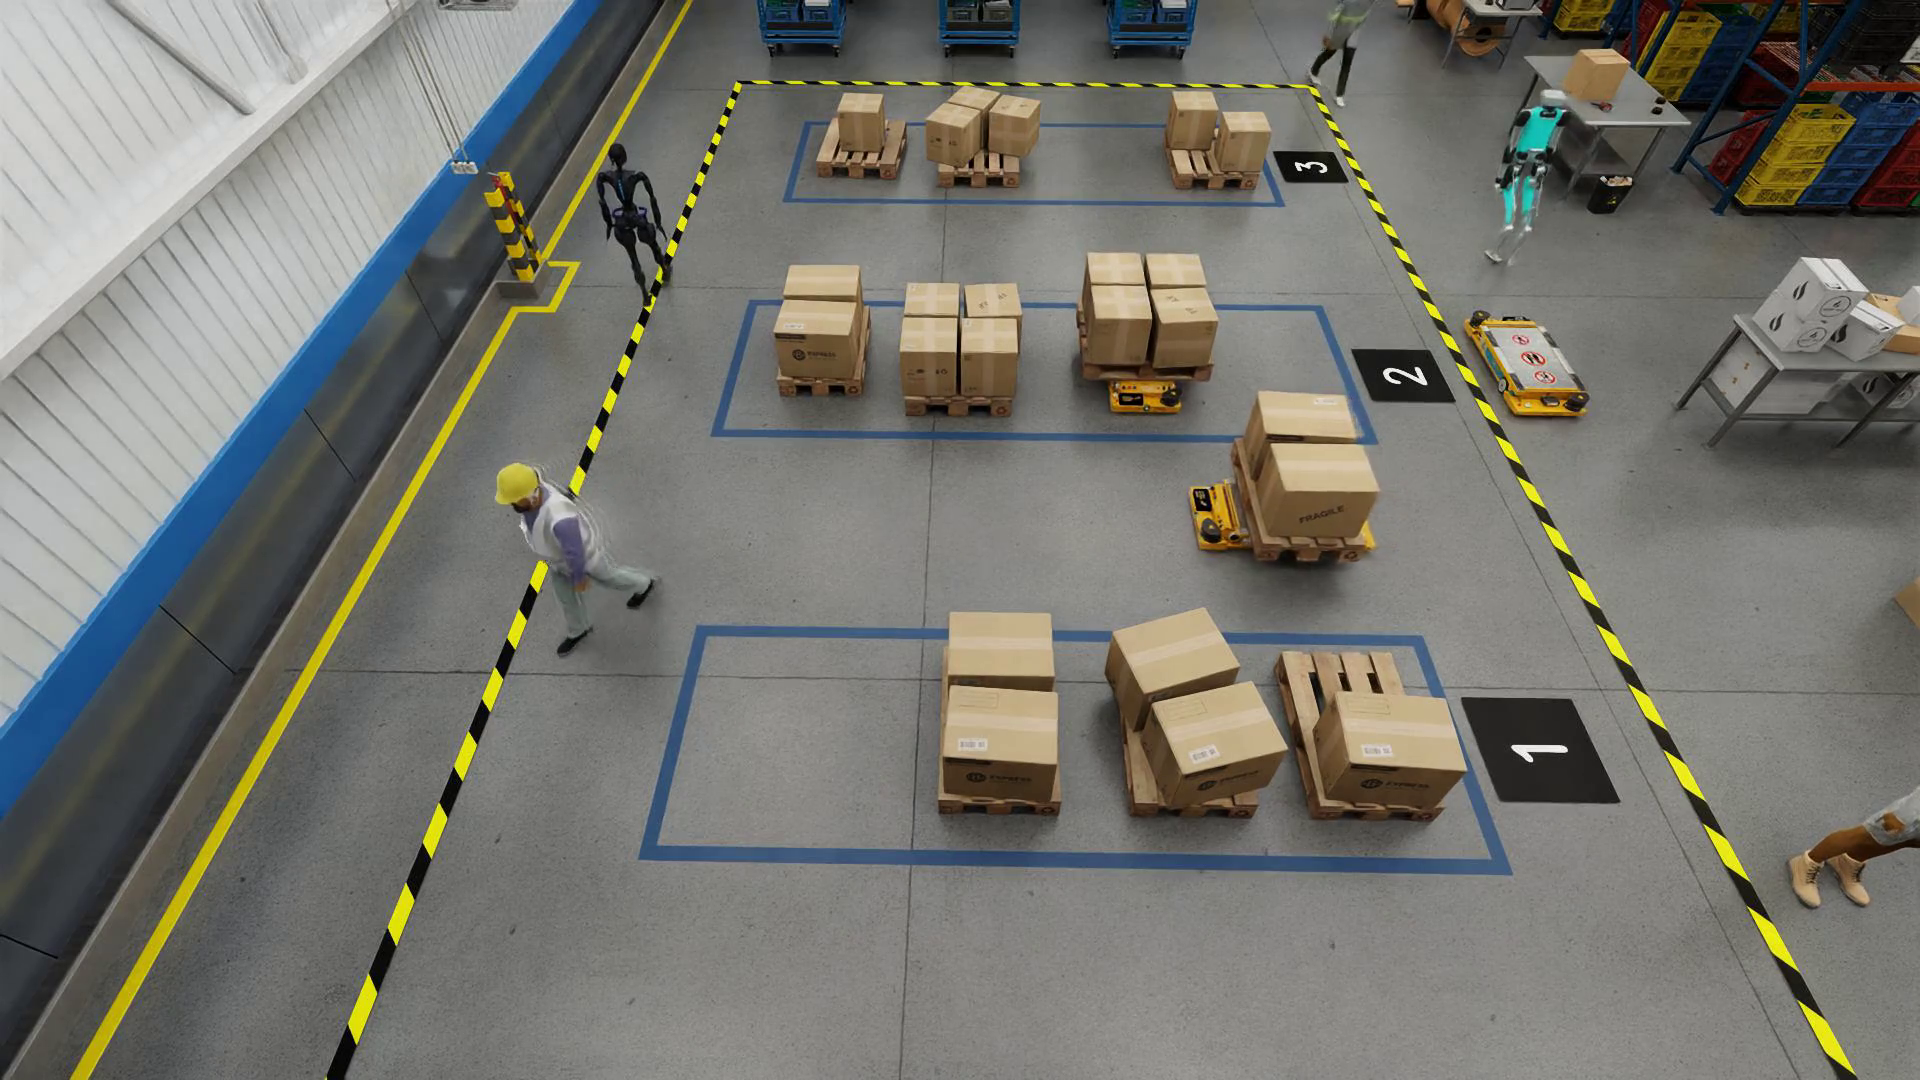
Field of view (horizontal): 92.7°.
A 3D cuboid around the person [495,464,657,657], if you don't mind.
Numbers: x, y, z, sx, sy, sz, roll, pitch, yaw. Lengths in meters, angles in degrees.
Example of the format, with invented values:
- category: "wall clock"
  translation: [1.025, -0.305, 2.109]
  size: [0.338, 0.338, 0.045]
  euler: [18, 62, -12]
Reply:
- category: "person"
  translation: [-2.719, 0.040, 6.495]
  size: [0.571, 1.788, 0.870]
  euler: [27, 54, 22]

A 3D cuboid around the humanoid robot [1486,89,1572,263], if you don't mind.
- category: "humanoid robot"
  translation: [6.077, -3.783, 9.867]
  size: [0.536, 1.810, 0.816]
  euler: [2, 49, 2]

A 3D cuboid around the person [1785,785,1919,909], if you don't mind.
- category: "person"
  translation: [5.489, 1.521, 5.050]
  size: [0.604, 2.035, 0.389]
  euler: [1, 49, 1]

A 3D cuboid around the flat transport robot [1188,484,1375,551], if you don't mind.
- category: "flat transport robot"
  translation: [2.699, -0.220, 7.705]
  size: [1.431, 0.197, 0.652]
  euler: [1, 49, 1]

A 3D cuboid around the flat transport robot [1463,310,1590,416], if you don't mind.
- category: "flat transport robot"
  translation: [5.573, -1.757, 9.054]
  size: [0.659, 0.231, 1.431]
  euler: [1, 49, 1]

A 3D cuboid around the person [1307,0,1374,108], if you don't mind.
- category: "person"
  translation: [5.295, -7.072, 12.647]
  size: [0.597, 1.801, 0.978]
  euler: [-8, 50, -6]

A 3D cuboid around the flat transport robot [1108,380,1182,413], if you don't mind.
- category: "flat transport robot"
  translation: [1.773, -1.807, 9.079]
  size: [0.652, 0.197, 1.431]
  euler: [1, 49, 1]

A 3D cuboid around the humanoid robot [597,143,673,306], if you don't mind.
- category: "humanoid robot"
  translation: [-3.375, -3.291, 9.464]
  size: [0.615, 1.638, 0.676]
  euler: [-6, 49, -5]
